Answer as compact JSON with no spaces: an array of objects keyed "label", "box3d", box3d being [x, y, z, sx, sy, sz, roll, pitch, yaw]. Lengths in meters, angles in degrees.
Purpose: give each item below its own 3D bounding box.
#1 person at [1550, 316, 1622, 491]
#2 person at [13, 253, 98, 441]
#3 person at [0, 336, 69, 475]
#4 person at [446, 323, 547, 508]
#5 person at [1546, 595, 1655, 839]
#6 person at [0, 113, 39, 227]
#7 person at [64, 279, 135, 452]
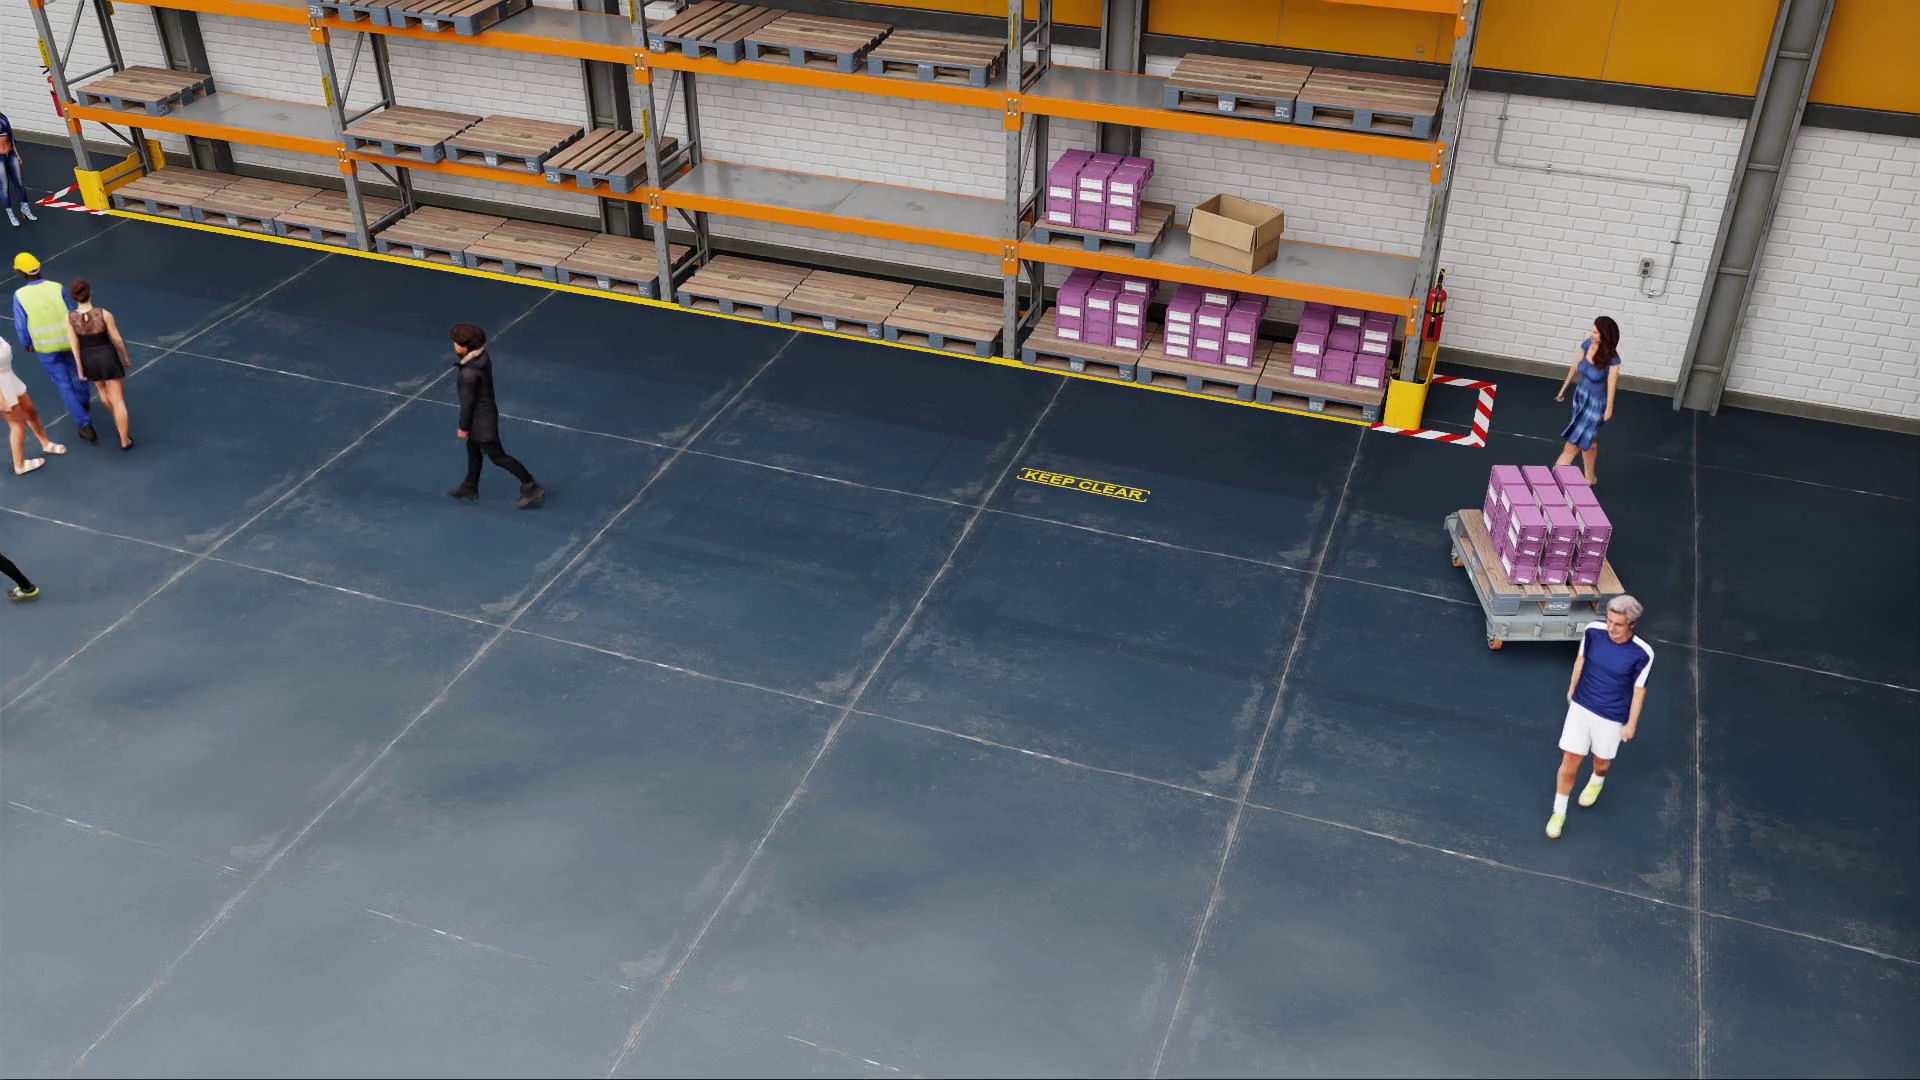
[{"label":"person","box3d":[5.549,-1.122,14.530,1.166,1.766,1.026,-9,35,-13]},{"label":"person","box3d":[-8.404,-1.768,15.503,0.990,1.765,1.259,-27,42,-34]},{"label":"person","box3d":[-8.631,-1.330,14.930,0.850,1.670,0.846,-11,35,-16]},{"label":"person","box3d":[-4.067,-1.044,14.426,1.216,1.752,0.942,-3,34,-4]},{"label":"person","box3d":[4.331,1.105,11.156,1.028,1.793,0.926,25,41,32]},{"label":"person","box3d":[-11.416,-4.554,19.838,0.628,1.607,0.665,20,38,27]},{"label":"person","box3d":[-7.923,-1.584,15.326,0.997,1.653,0.964,-8,34,-12]}]
